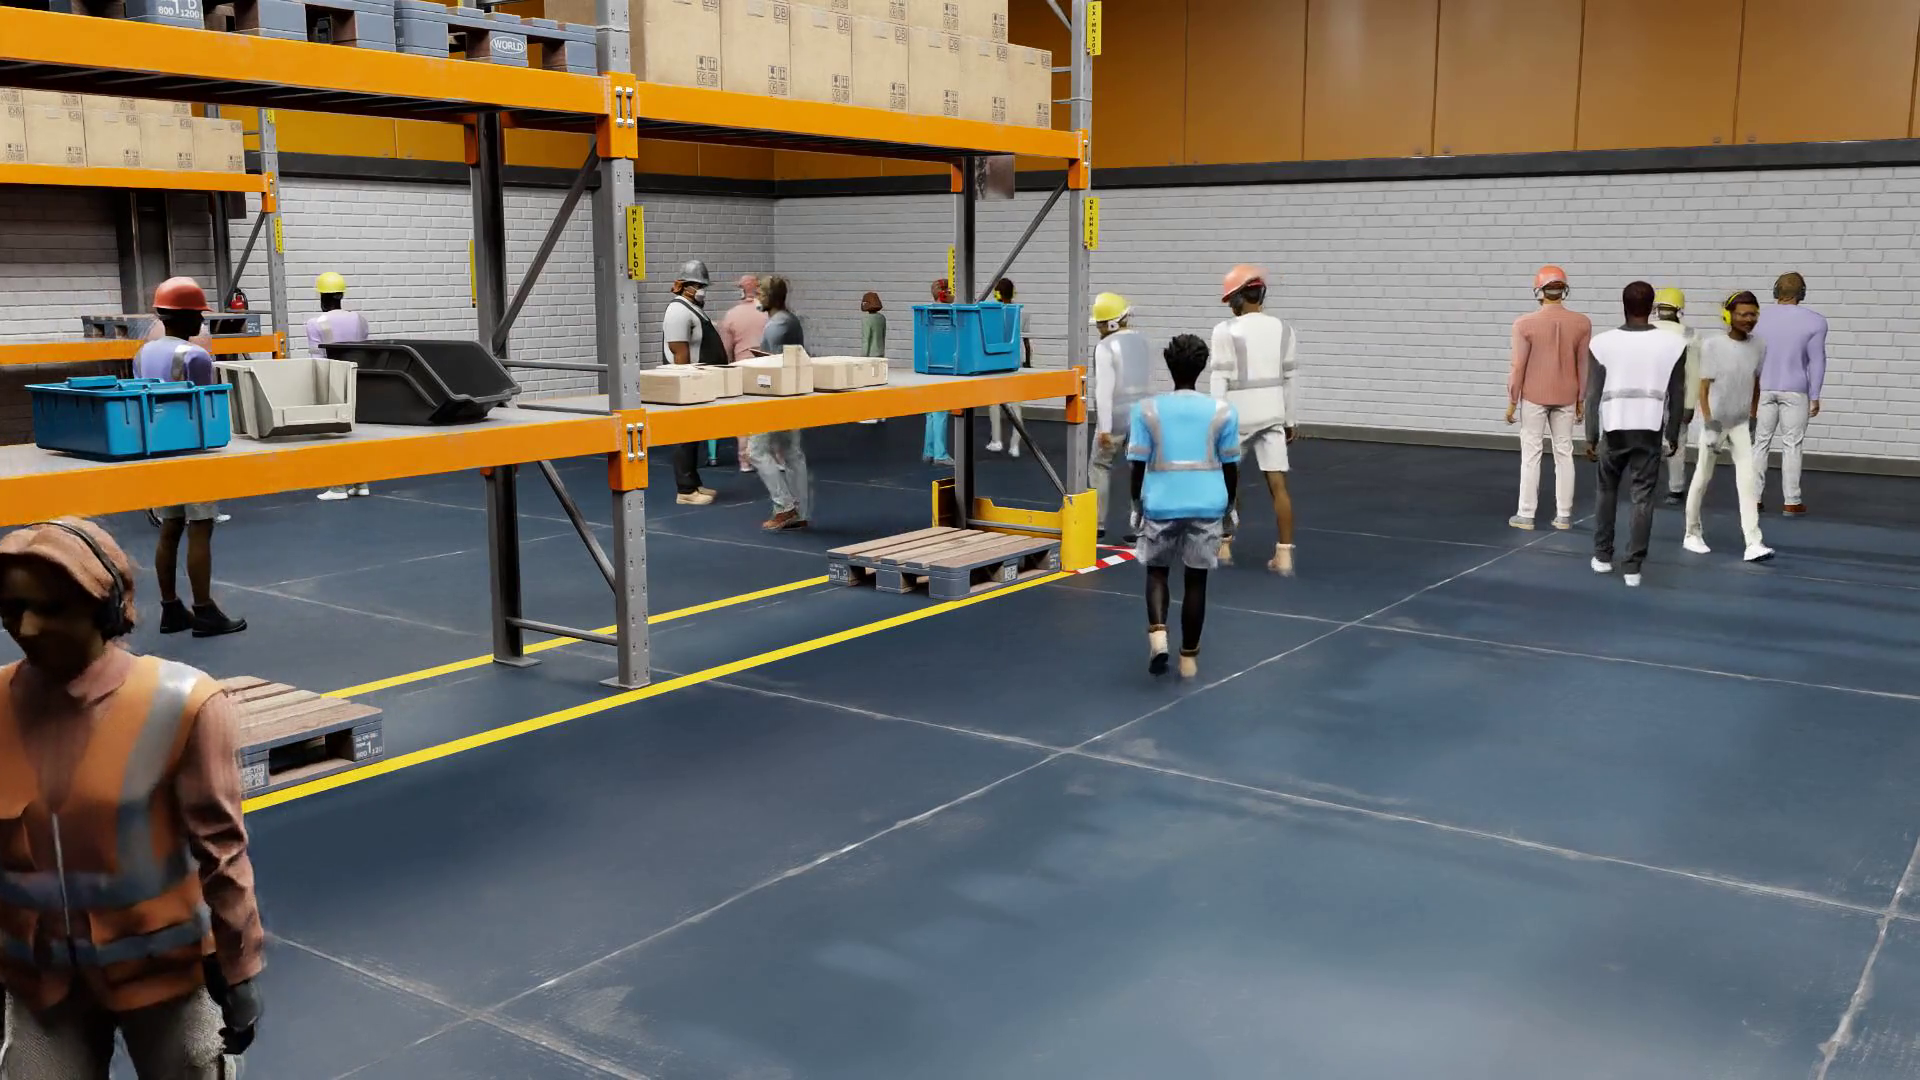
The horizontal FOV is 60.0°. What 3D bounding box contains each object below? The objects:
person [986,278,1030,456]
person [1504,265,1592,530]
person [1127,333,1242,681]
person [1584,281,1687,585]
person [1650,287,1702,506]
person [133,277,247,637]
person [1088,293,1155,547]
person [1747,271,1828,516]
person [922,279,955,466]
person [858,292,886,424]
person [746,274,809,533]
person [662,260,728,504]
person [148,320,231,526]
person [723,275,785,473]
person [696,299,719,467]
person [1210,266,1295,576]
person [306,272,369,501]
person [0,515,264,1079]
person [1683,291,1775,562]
[{"bbox_3d":[0.468,-1.815,17.450,0.577,1.832,0.794,-3,10,-17],"label":"person"},{"bbox_3d":[4.422,-1.067,12.545,0.632,1.990,0.400,0,10,-2],"label":"person"},{"bbox_3d":[1.073,-0.144,7.978,0.543,1.682,0.379,1,10,8],"label":"person"},{"bbox_3d":[4.296,-0.693,10.623,0.590,1.886,0.820,4,10,20],"label":"person"},{"bbox_3d":[5.828,-1.178,13.771,0.596,1.803,0.790,6,11,32],"label":"person"},{"bbox_3d":[-4.175,-0.446,9.002,0.549,1.936,0.376,5,11,27],"label":"person"},{"bbox_3d":[1.094,-0.844,11.796,0.627,1.791,0.768,-7,12,-36],"label":"person"},{"bbox_3d":[6.533,-1.160,13.251,0.629,1.940,0.376,8,12,40],"label":"person"},{"bbox_3d":[-0.189,-1.644,16.468,0.415,1.855,0.586,-2,10,-13],"label":"person"},{"bbox_3d":[-1.094,-2.267,20.750,0.284,1.633,0.497,5,11,27],"label":"person"},{"bbox_3d":[-1.345,-0.995,12.323,0.480,1.923,0.646,1,10,8],"label":"person"},{"bbox_3d":[-2.210,-1.329,13.952,0.537,2.000,0.674,0,10,0],"label":"person"},{"bbox_3d":[-5.878,-1.011,12.525,0.655,1.883,0.682,8,12,38],"label":"person"},{"bbox_3d":[-1.922,-1.571,15.841,0.655,1.894,0.414,-2,10,-12],"label":"person"},{"bbox_3d":[-2.575,-1.570,16.211,0.524,1.768,0.311,-8,13,-41],"label":"person"},{"bbox_3d":[1.875,-0.784,10.871,0.743,1.975,0.970,-4,10,-23],"label":"person"},{"bbox_3d":[-5.259,-1.295,14.080,0.364,1.930,0.588,6,11,30],"label":"person"},{"bbox_3d":[-1.458,0.732,2.946,0.528,1.609,0.682,0,10,-1],"label":"person"},{"bbox_3d":[5.226,-0.759,11.225,0.507,1.812,0.977,-1,10,-5],"label":"person"}]
